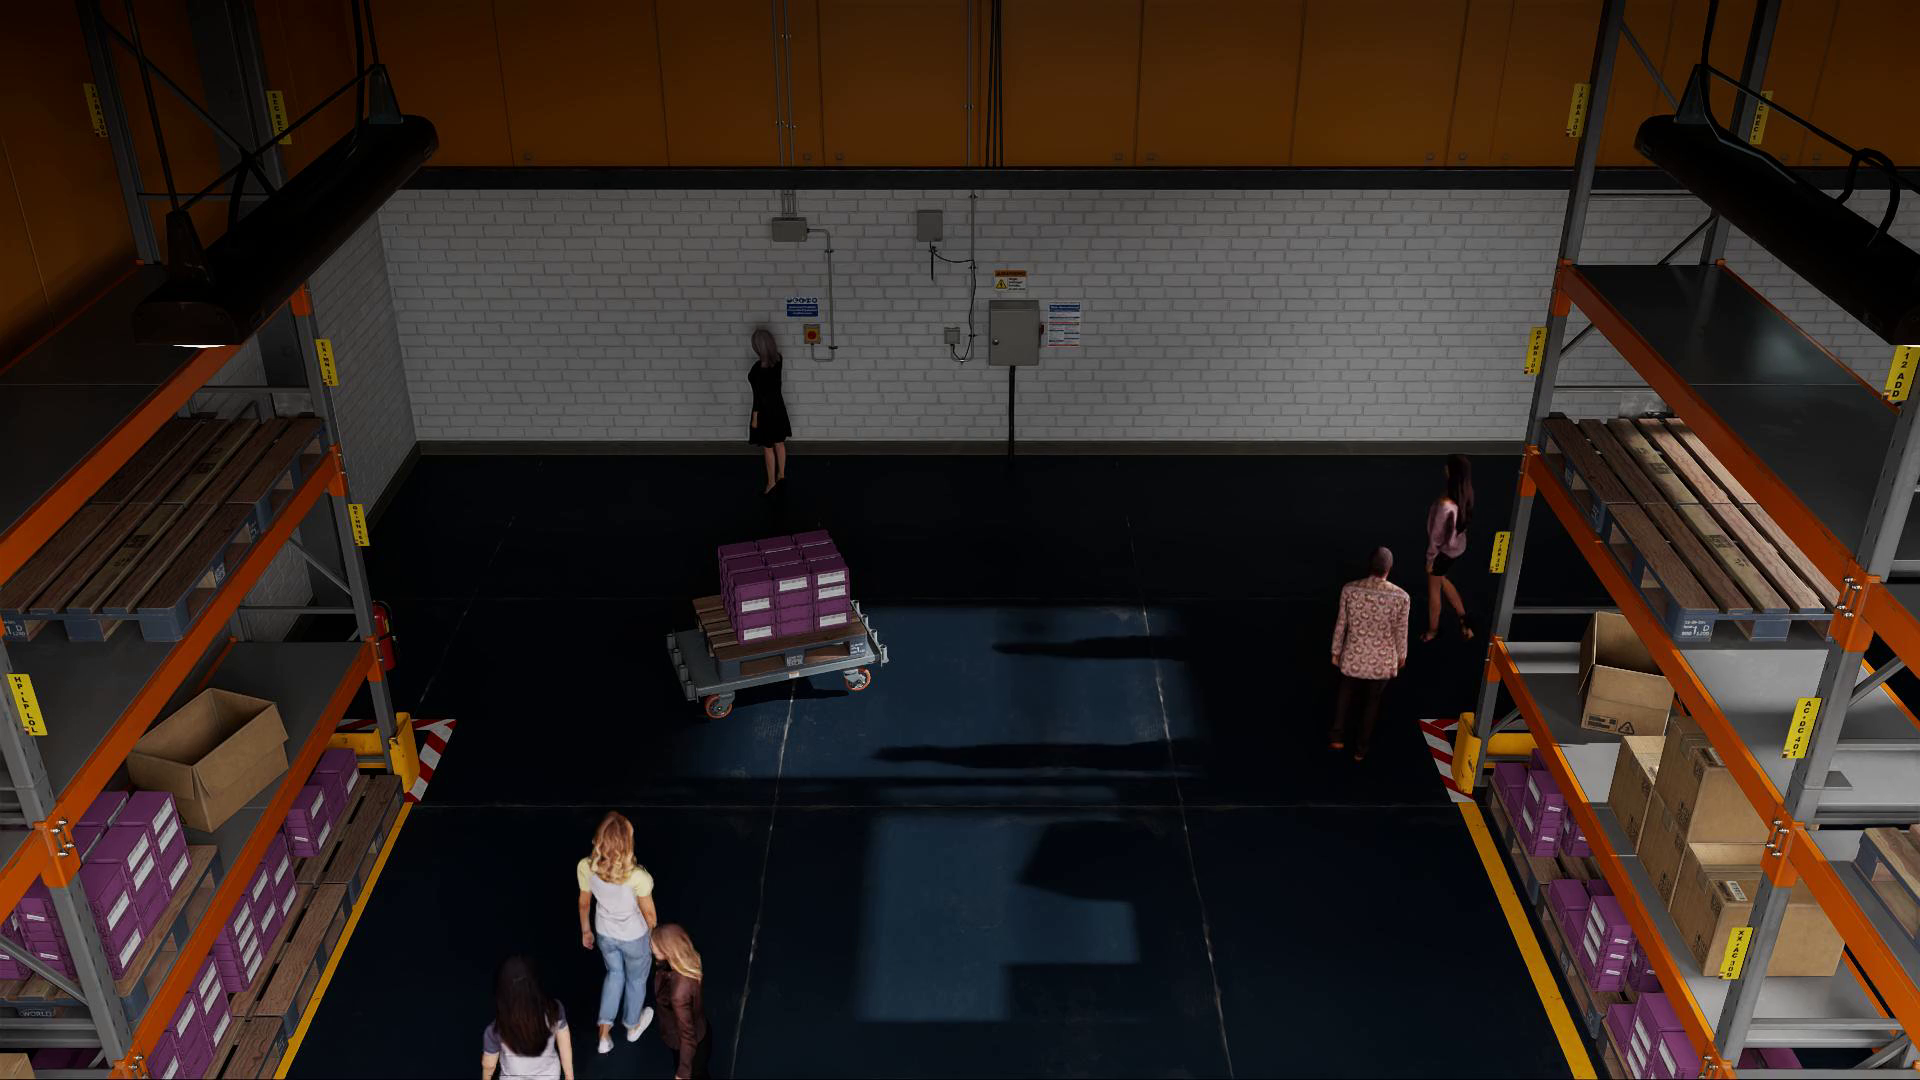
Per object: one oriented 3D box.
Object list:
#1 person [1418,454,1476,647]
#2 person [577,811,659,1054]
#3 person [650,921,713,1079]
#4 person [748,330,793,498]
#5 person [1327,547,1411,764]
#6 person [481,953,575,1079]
[{"bbox_3d":[4.087,0.142,13.705,0.917,1.799,0.858,25,37,38],"label":"person"},{"bbox_3d":[-1.997,2.362,9.726,0.760,1.712,0.882,8,30,15],"label":"person"},{"bbox_3d":[-1.465,2.742,9.038,0.682,1.702,0.465,-2,29,-5],"label":"person"},{"bbox_3d":[-1.879,-1.245,16.300,0.756,1.749,0.664,17,33,28],"label":"person"},{"bbox_3d":[3.011,0.907,12.309,0.804,1.793,0.812,10,30,18],"label":"person"},{"bbox_3d":[-2.232,2.922,8.741,0.982,1.671,1.071,-23,36,-35],"label":"person"}]
